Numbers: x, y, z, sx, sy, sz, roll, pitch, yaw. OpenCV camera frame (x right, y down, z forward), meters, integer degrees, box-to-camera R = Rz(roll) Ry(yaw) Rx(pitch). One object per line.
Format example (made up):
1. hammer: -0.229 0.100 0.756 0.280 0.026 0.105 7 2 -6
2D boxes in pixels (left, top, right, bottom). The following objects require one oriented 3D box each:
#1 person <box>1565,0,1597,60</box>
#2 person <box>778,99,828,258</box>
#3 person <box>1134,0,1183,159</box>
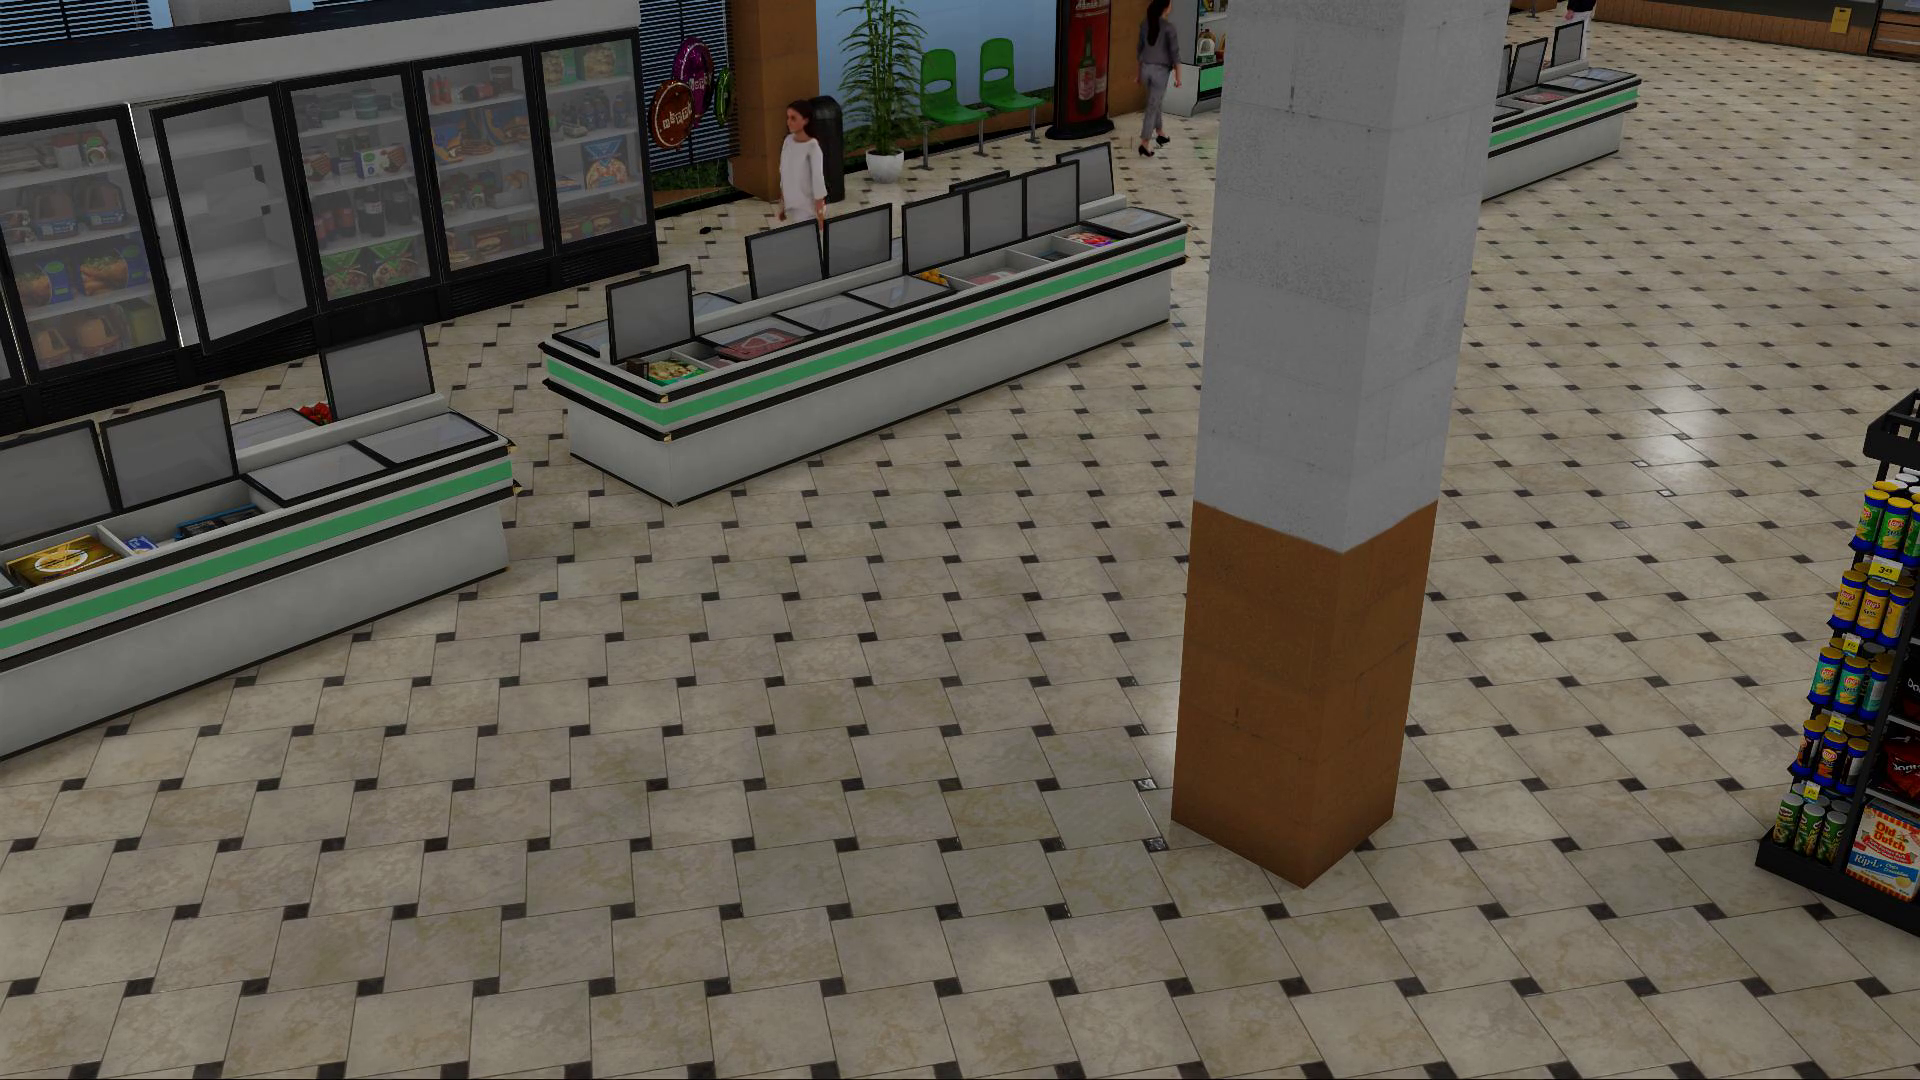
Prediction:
1. person: 7.754 -6.621 20.746 0.514 1.845 0.728 -21 34 -35
2. person: -1.163 -2.618 13.051 1.047 1.663 0.684 -19 32 -33
3. person: 1.993 -4.830 17.427 0.625 1.650 0.907 23 35 38
